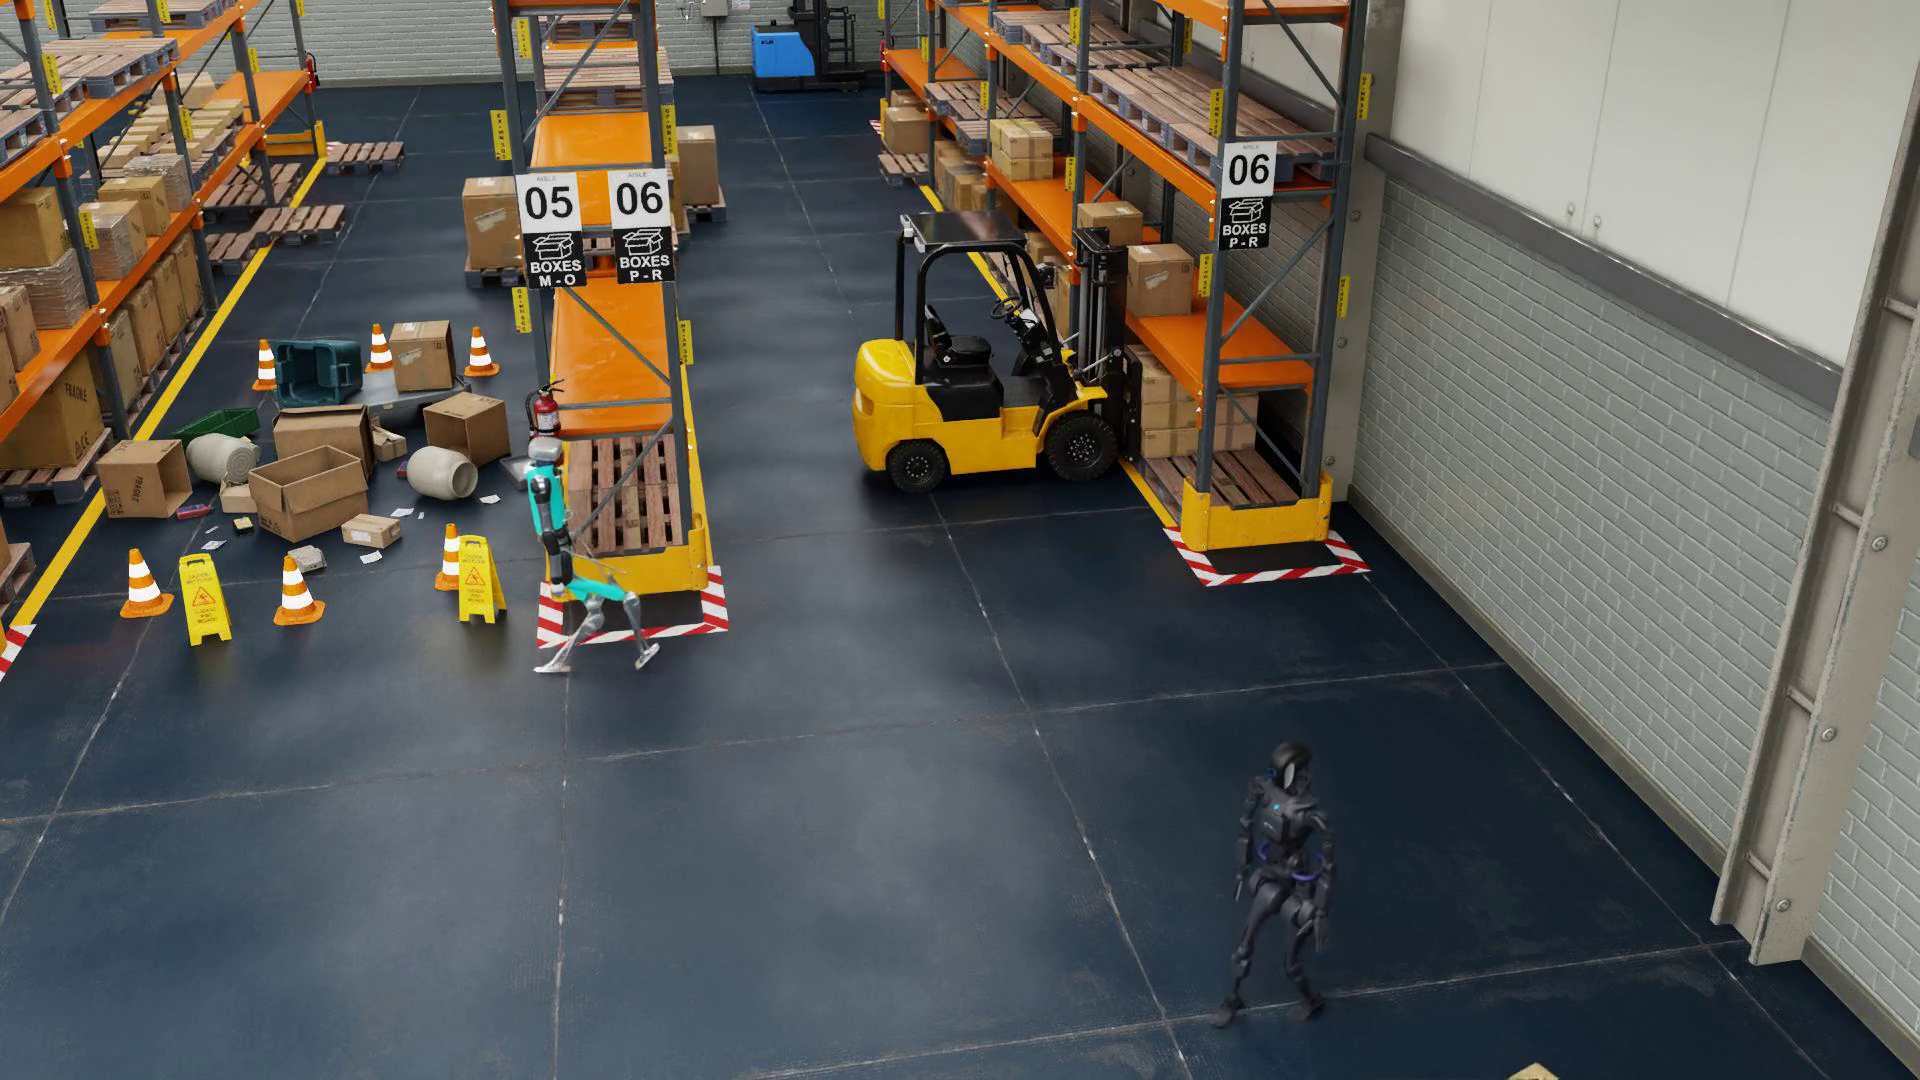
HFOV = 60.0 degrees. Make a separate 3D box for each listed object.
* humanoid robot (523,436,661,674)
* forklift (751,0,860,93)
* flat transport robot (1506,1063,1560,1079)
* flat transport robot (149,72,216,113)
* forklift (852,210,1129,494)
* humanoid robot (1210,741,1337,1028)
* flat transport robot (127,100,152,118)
[{"bbox_3d":[-2.427,0.122,11.215,0.995,1.778,0.530,-5,26,-10],"label":"humanoid robot"},{"bbox_3d":[-2.872,-9.679,30.288,1.873,2.768,1.129,-5,26,-10],"label":"forklift"},{"bbox_3d":[2.056,3.302,6.252,0.659,0.231,1.431,-3,26,-6],"label":"flat transport robot"},{"bbox_3d":[-12.752,-6.941,27.584,1.431,0.231,0.659,-12,28,-24],"label":"flat transport robot"},{"bbox_3d":[0.216,-1.659,14.366,2.313,2.155,1.214,-5,26,-10],"label":"forklift"},{"bbox_3d":[1.576,1.680,8.054,0.548,1.639,0.610,-20,32,-35],"label":"humanoid robot"},{"bbox_3d":[-13.532,-7.488,28.723,0.659,0.231,1.431,23,34,39],"label":"flat transport robot"}]
